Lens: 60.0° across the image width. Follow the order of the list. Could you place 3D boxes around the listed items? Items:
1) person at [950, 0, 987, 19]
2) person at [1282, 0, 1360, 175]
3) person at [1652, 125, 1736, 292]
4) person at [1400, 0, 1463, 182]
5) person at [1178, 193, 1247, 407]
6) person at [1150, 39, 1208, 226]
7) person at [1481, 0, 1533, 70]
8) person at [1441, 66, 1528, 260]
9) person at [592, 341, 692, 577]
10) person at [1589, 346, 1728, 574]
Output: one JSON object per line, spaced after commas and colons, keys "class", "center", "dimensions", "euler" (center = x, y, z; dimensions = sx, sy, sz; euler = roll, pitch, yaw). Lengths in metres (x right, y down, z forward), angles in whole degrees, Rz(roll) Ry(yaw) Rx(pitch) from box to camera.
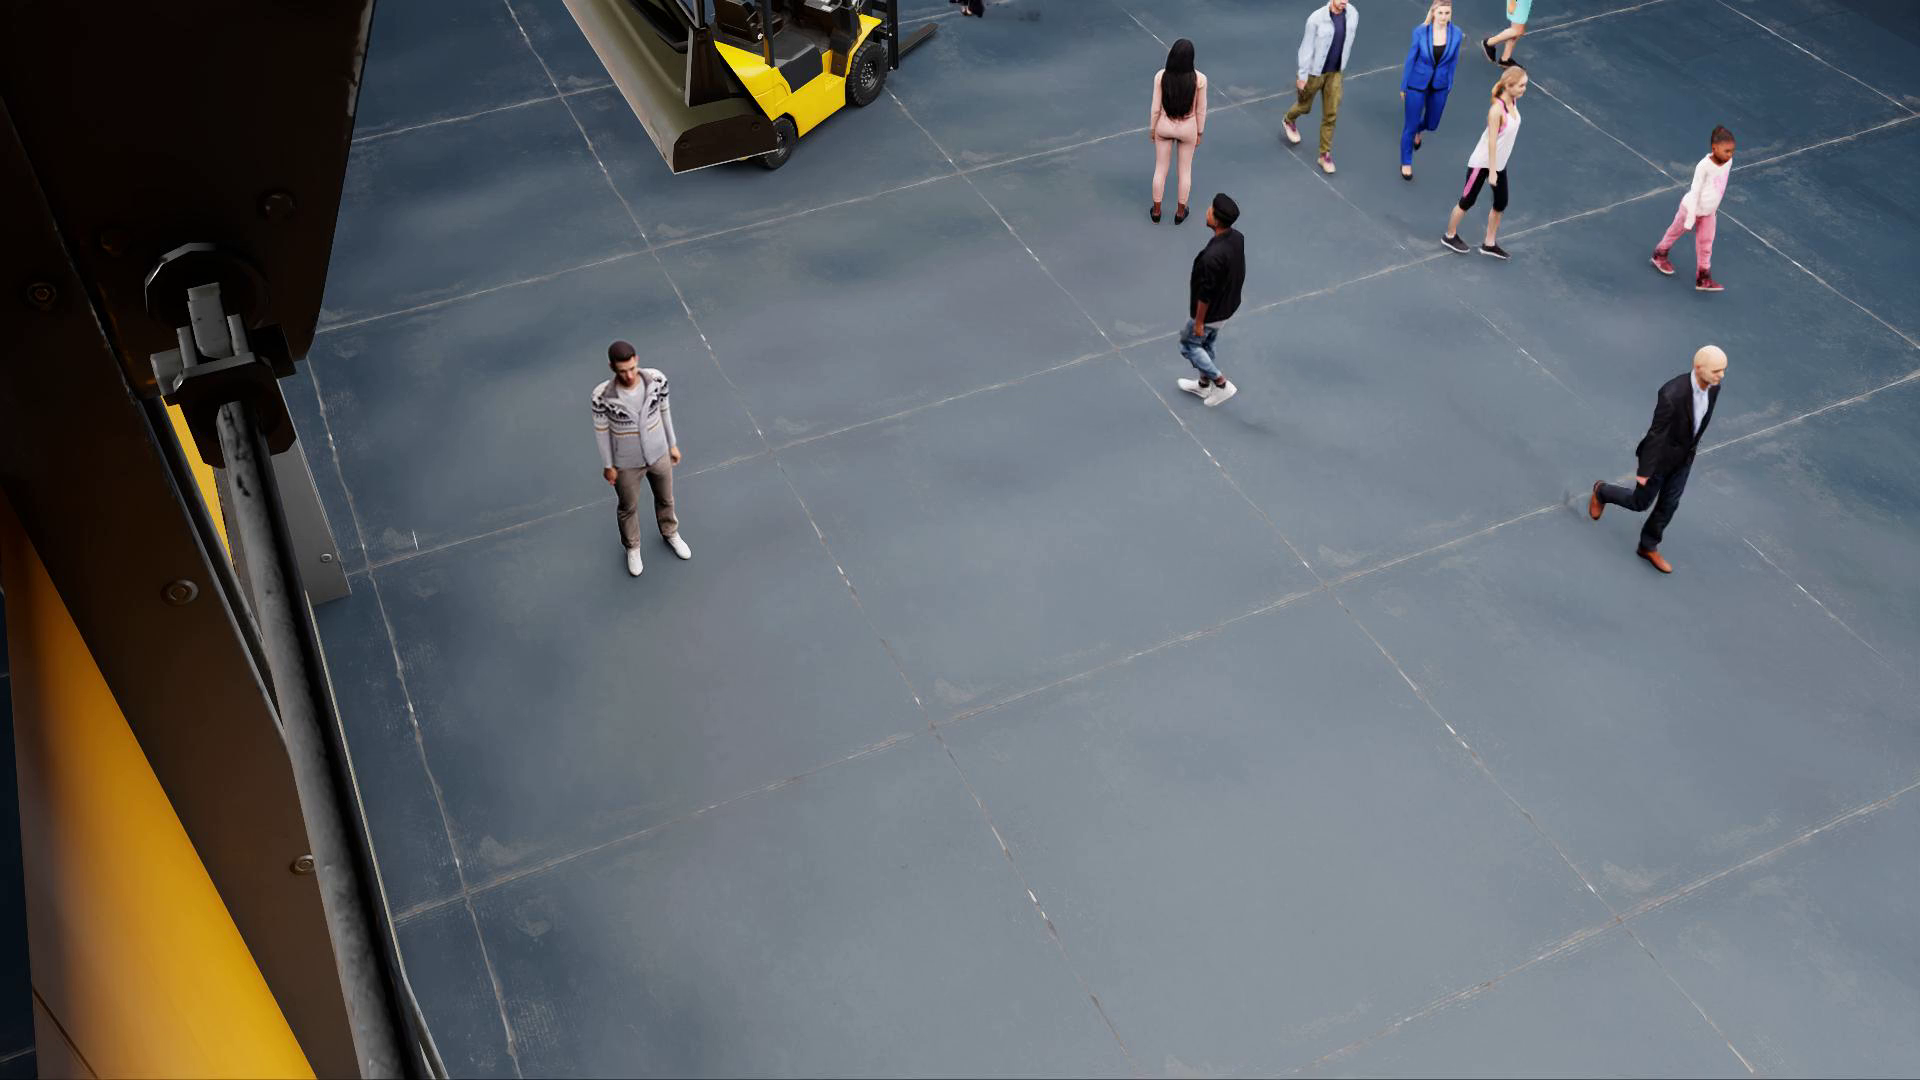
{"class": "person", "center": [0.146, -6.218, 17.254], "dimensions": [0.827, 1.645, 0.767], "euler": [13, 45, 13]}
{"class": "person", "center": [3.268, -4.294, 15.142], "dimensions": [0.818, 1.773, 1.163], "euler": [-11, 45, -12]}
{"class": "person", "center": [6.092, -2.801, 13.838], "dimensions": [0.578, 1.409, 0.960], "euler": [-16, 46, -17]}
{"class": "person", "center": [4.191, -4.123, 15.025], "dimensions": [0.831, 1.687, 0.953], "euler": [2, 44, 2]}
{"class": "person", "center": [1.959, -1.734, 12.439], "dimensions": [0.936, 1.795, 0.878], "euler": [24, 49, 23]}
{"class": "person", "center": [1.867, -3.521, 14.368], "dimensions": [0.701, 1.721, 0.727], "euler": [8, 44, 8]}
{"class": "person", "center": [5.498, -5.418, 16.481], "dimensions": [0.799, 1.554, 0.714], "euler": [29, 51, 27]}
{"class": "person", "center": [4.351, -3.188, 13.988], "dimensions": [0.938, 1.763, 0.796], "euler": [33, 53, 30]}
{"class": "person", "center": [-2.155, -0.594, 11.195], "dimensions": [0.698, 1.860, 0.559], "euler": [-21, 47, -20]}
{"class": "person", "center": [4.741, -0.613, 11.270], "dimensions": [0.701, 1.785, 0.985], "euler": [-17, 46, -17]}
